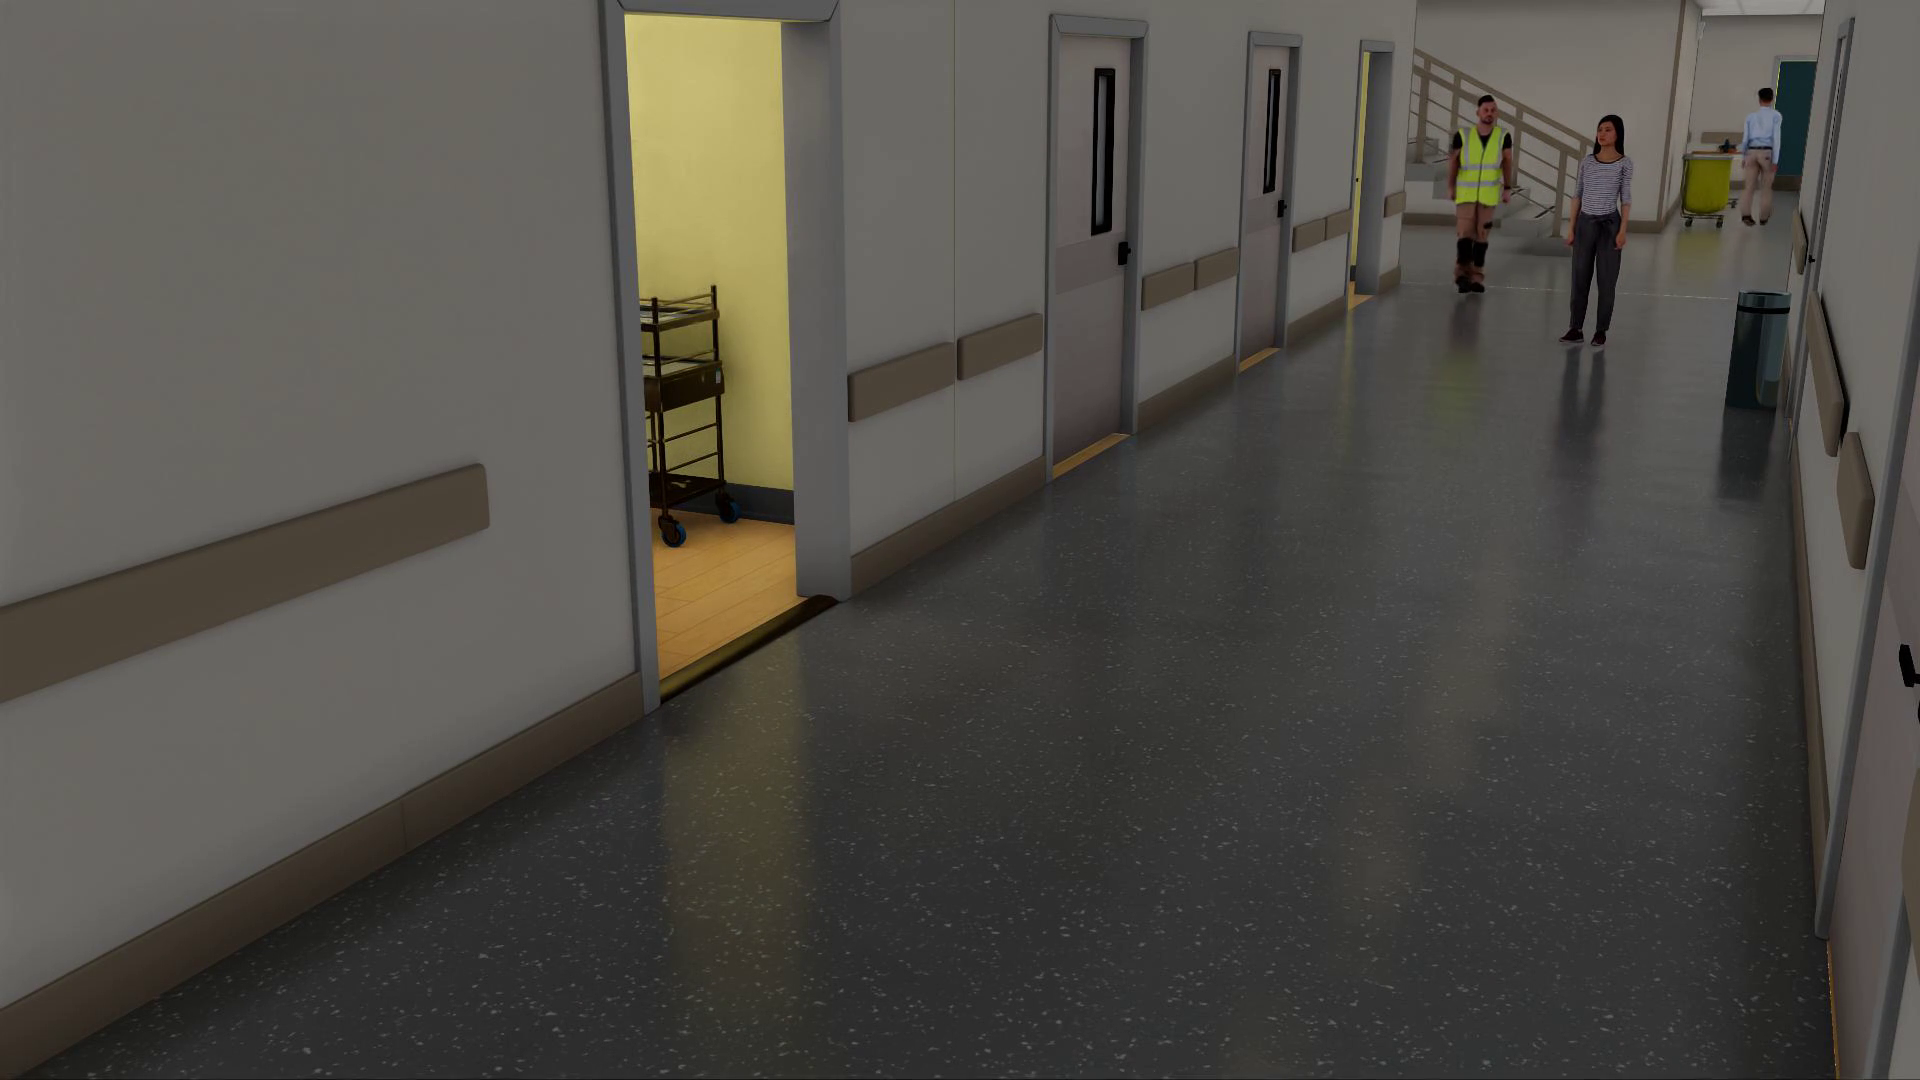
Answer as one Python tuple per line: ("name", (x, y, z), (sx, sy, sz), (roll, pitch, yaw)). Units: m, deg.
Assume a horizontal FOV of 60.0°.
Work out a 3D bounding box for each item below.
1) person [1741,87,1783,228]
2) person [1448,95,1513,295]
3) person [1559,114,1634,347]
("person", (10.555, -5.012, 21.997), (1.232, 1.794, 0.903), (13, 20, 38))
("person", (4.848, -3.233, 15.631), (0.985, 1.823, 0.953), (2, 16, 5))
("person", (4.879, -2.358, 12.693), (0.556, 1.734, 0.718), (13, 21, 40))
